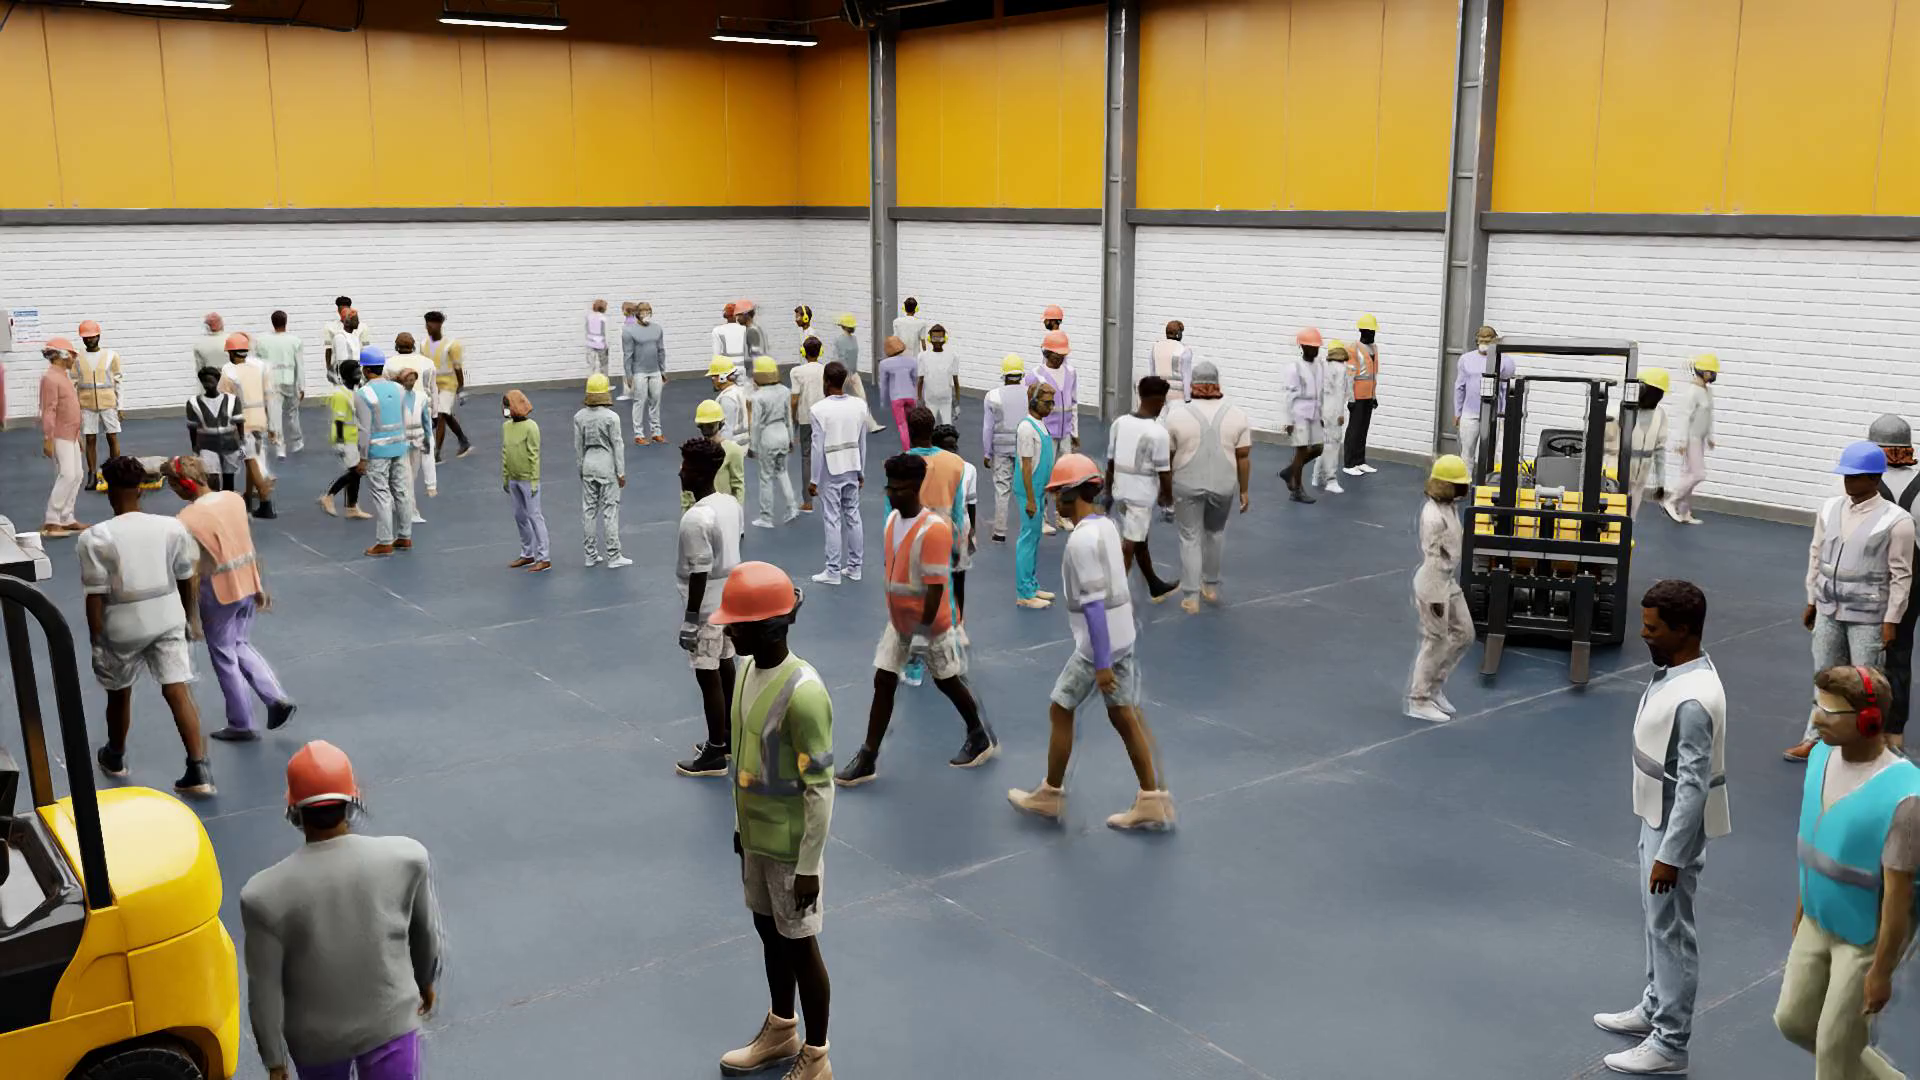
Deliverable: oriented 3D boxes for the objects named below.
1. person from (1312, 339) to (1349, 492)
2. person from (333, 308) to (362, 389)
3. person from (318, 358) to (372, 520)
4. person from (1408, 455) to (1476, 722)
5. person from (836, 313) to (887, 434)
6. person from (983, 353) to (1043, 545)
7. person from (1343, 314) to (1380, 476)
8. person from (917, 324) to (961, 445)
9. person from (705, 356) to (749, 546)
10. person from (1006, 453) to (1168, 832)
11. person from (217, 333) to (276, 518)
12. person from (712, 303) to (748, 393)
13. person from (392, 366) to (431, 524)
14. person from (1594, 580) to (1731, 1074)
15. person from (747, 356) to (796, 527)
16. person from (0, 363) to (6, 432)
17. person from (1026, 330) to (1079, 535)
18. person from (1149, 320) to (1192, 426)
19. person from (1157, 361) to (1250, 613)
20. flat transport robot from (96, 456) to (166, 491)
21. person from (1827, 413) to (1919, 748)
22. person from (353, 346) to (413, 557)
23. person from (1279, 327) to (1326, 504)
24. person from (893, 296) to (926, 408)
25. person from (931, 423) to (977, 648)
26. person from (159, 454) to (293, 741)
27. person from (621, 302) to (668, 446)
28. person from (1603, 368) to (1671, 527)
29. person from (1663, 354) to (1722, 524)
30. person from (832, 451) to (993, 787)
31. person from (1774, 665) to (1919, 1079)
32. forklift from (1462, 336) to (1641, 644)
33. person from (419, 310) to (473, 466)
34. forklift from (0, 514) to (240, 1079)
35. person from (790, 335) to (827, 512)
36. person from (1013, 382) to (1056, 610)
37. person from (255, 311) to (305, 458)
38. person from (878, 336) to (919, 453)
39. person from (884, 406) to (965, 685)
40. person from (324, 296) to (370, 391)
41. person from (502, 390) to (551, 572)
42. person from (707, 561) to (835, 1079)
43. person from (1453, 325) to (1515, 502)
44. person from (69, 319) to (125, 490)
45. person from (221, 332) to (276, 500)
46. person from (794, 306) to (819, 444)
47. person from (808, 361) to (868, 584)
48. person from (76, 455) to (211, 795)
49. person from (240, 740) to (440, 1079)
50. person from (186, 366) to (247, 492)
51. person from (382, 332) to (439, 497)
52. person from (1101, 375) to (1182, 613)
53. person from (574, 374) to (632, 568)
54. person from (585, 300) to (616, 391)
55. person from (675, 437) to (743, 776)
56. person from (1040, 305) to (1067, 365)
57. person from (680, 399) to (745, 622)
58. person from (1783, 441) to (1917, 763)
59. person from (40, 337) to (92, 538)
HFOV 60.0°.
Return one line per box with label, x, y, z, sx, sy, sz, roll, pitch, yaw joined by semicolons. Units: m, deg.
person;4.254;-1.410;18.891;0.329;1.701;0.627;-1;12;-7
person;-7.986;-2.090;21.764;0.368;1.872;0.592;1;12;3
person;-6.295;-1.023;17.032;0.434;1.677;0.540;0;12;1
person;3.069;0.305;10.522;0.407;1.717;0.525;7;13;29
person;-1.503;-2.286;23.077;0.904;1.711;0.518;7;14;30
person;0.505;-0.864;15.902;0.592;1.837;0.404;-2;12;-9
person;4.830;-1.742;19.922;0.369;1.925;0.594;11;16;43
person;-0.246;-1.574;19.286;0.511;1.862;0.324;0;12;0
person;-2.217;-0.849;15.881;0.403;1.820;0.602;0;12;-2
person;0.671;0.544;8.728;0.982;1.980;0.638;5;13;22
person;-7.487;-1.186;17.288;0.881;1.896;0.569;6;13;27
person;-3.078;-2.284;22.651;0.573;1.883;0.354;-4;12;-17
person;-5.742;-1.003;17.140;0.761;1.604;0.535;10;15;40
person;2.696;1.086;6.304;0.392;1.914;0.587;3;12;16
person;-1.918;-0.984;16.718;0.369;1.736;0.523;11;16;41
person;-10.675;-1.329;17.998;0.676;1.919;0.668;7;14;30
person;0.938;-1.053;16.360;0.609;2.032;0.409;-9;15;-36
person;2.576;-1.743;20.160;0.429;1.837;0.630;-10;16;-41
person;1.935;-0.467;13.493;0.715;2.000;0.772;-1;12;-4
flat transport robot;-9.608;-0.792;19.353;0.652;0.197;1.431;-4;13;-20
person;5.557;0.232;10.117;0.680;2.000;0.535;2;12;11
person;-5.357;-0.816;15.401;0.402;1.949;0.605;5;13;24
person;3.731;-1.362;18.106;0.561;1.918;0.542;-9;15;-37
person;-0.741;-2.624;24.358;0.516;1.865;0.326;1;12;3
person;-0.119;-0.023;12.202;0.530;1.688;0.324;-5;13;-25
person;-4.426;0.366;10.025;0.502;1.801;0.660;3;12;15
person;-4.212;-2.222;22.252;0.382;1.928;0.635;11;16;43
person;5.748;-0.549;14.266;0.605;1.880;0.544;-4;12;-17
person;7.461;-1.009;16.818;0.369;1.756;0.537;10;15;40
person;-0.222;0.433;9.480;1.045;1.911;0.620;-8;14;-35
person;2.988;1.296;5.521;0.556;1.822;0.557;-1;12;-7
forklift;4.683;-0.471;13.136;1.214;2.155;2.313;4;12;20
person;-6.478;-1.934;20.875;0.619;1.925;0.992;6;13;26
forklift;-3.687;1.115;5.480;2.313;2.155;1.214;-9;15;-36
person;-1.546;-1.223;17.572;0.534;1.864;0.310;-4;12;-18
person;0.611;-0.366;13.497;0.344;1.839;0.505;3;12;12
person;-8.710;-2.003;21.363;0.595;1.868;1.007;-3;12;-13
person;-0.754;-1.733;20.654;0.527;1.600;0.605;-6;13;-26
person;-0.236;0.042;11.368;0.587;1.910;0.397;-6;13;-27
person;-8.420;-2.376;22.892;0.606;1.966;0.367;-3;12;-14
person;-3.889;-0.528;14.807;0.500;1.623;0.291;10;15;39
person;-0.693;1.073;6.056;0.395;2.038;0.614;-7;14;-30
person;5.663;-1.358;18.050;0.630;1.937;0.373;7;14;31
person;-9.785;-1.530;18.876;0.549;1.937;0.358;-5;13;-22
person;-7.670;-1.325;18.071;0.595;1.871;0.592;7;14;31
person;-2.070;-2.227;22.456;0.347;1.857;0.522;-3;12;-14
person;-1.048;-0.576;14.308;0.592;1.922;0.392;-11;16;-42
person;-4.577;0.473;9.303;1.046;1.904;0.625;11;16;42
person;-1.853;1.448;5.067;0.574;1.709;0.914;-6;13;-26
person;-7.431;-0.928;16.660;0.535;1.652;0.857;-7;13;-29
person;-6.061;-1.368;18.328;0.625;1.843;0.430;-6;13;-28
person;1.496;-0.356;13.247;0.944;1.914;0.632;-7;14;-31
person;-3.219;-0.621;14.952;0.493;1.746;0.283;5;13;22
person;-6.069;-3.249;28.022;0.499;1.589;0.752;3;12;12
person;-1.449;0.378;9.587;0.363;1.966;0.608;3;12;13
person;1.195;-2.045;21.355;0.349;1.942;0.545;3;12;14
person;-1.928;-0.214;12.935;0.524;1.770;0.315;3;12;14
person;5.118;0.396;9.546;0.406;1.947;0.606;-5;13;-23
person;-8.838;-1.003;16.341;0.399;1.931;0.754;-3;12;-15
